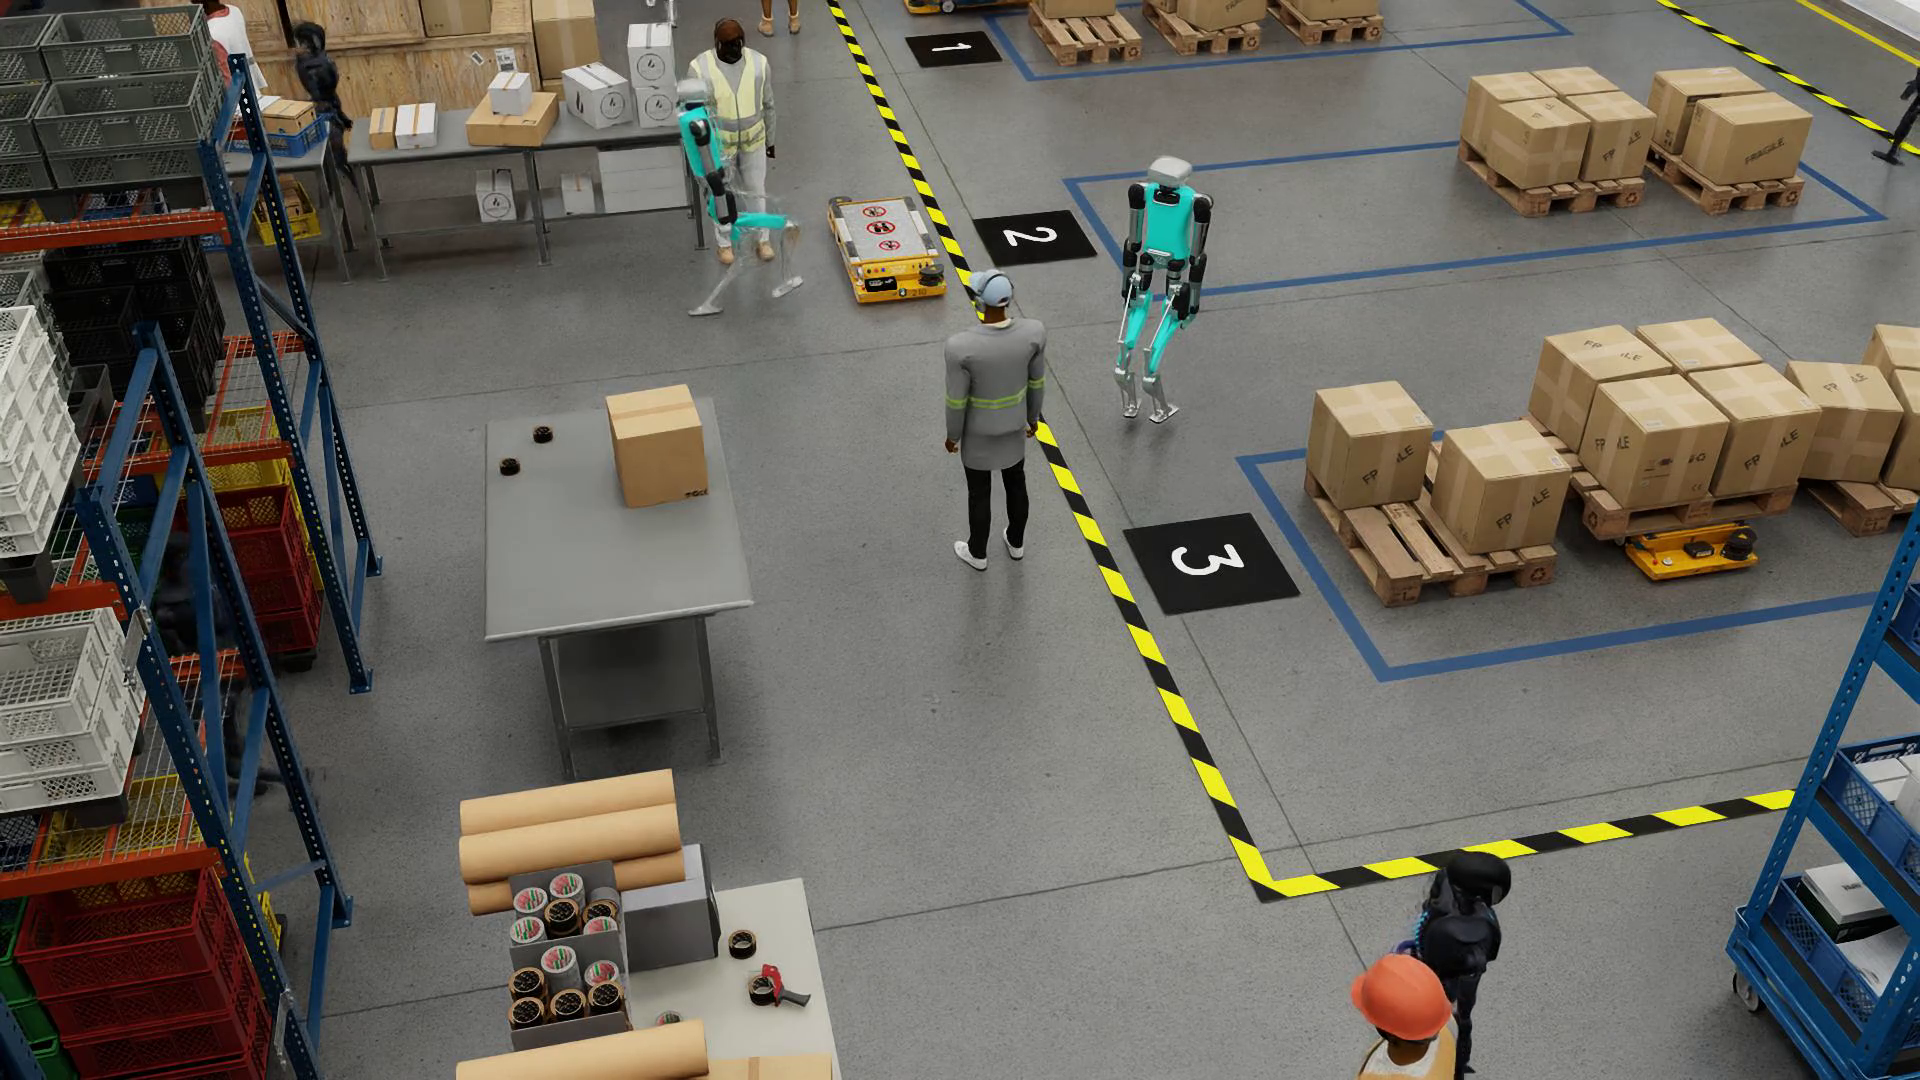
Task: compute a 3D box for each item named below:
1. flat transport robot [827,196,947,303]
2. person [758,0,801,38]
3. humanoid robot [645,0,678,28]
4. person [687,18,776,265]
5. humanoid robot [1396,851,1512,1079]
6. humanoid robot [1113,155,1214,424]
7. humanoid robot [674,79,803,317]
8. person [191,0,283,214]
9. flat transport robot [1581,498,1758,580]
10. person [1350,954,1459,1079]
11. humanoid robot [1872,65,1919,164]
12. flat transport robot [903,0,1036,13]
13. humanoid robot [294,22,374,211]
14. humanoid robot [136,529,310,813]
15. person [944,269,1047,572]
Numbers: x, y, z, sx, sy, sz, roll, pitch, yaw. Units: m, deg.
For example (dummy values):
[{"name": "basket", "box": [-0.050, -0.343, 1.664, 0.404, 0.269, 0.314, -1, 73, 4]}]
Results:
[{"name": "flat transport robot", "box": [-0.570, -2.220, 12.538, 0.659, 0.231, 1.431, -8, 37, -10]}, {"name": "person", "box": [-1.799, -5.871, 15.957, 0.611, 2.047, 0.361, -10, 38, -13]}, {"name": "humanoid robot", "box": [-3.061, -6.062, 16.509, 0.530, 1.783, 1.025, -11, 38, -15]}, {"name": "person", "box": [-1.634, -2.904, 12.149, 0.622, 1.837, 0.429, -11, 38, -14]}, {"name": "humanoid robot", "box": [1.738, 1.694, 6.097, 0.381, 1.647, 0.603, 0, 37, 0]}, {"name": "humanoid robot", "box": [1.152, -1.446, 10.154, 0.533, 1.677, 0.735, 18, 40, 22]}, {"name": "humanoid robot", "box": [-1.466, -2.370, 11.561, 1.027, 1.769, 0.537, -13, 38, -16]}, {"name": "person", "box": [-5.515, -3.398, 12.739, 0.396, 1.920, 0.587, -3, 37, -4]}, {"name": "flat transport robot", "box": [4.062, -0.294, 9.926, 0.652, 0.197, 1.431, -8, 37, -10]}, {"name": "person", "box": [1.345, 2.034, 5.429, 0.371, 1.930, 0.542, 17, 40, 21]}, {"name": "humanoid robot", "box": [7.990, -3.738, 13.431, 0.603, 1.642, 0.740, -15, 39, -19]}, {"name": "flat transport robot", "box": [0.121, -5.688, 17.175, 1.431, 0.197, 0.652, -8, 37, -10]}, {"name": "humanoid robot", "box": [-4.708, -3.144, 12.628, 0.742, 1.630, 0.612, -6, 37, -8]}, {"name": "humanoid robot", "box": [-3.356, 0.595, 7.569, 0.486, 1.640, 0.610, -3, 37, -4]}, {"name": "person", "box": [0.180, -0.652, 9.104, 0.588, 1.852, 0.371, -15, 39, -19]}]
